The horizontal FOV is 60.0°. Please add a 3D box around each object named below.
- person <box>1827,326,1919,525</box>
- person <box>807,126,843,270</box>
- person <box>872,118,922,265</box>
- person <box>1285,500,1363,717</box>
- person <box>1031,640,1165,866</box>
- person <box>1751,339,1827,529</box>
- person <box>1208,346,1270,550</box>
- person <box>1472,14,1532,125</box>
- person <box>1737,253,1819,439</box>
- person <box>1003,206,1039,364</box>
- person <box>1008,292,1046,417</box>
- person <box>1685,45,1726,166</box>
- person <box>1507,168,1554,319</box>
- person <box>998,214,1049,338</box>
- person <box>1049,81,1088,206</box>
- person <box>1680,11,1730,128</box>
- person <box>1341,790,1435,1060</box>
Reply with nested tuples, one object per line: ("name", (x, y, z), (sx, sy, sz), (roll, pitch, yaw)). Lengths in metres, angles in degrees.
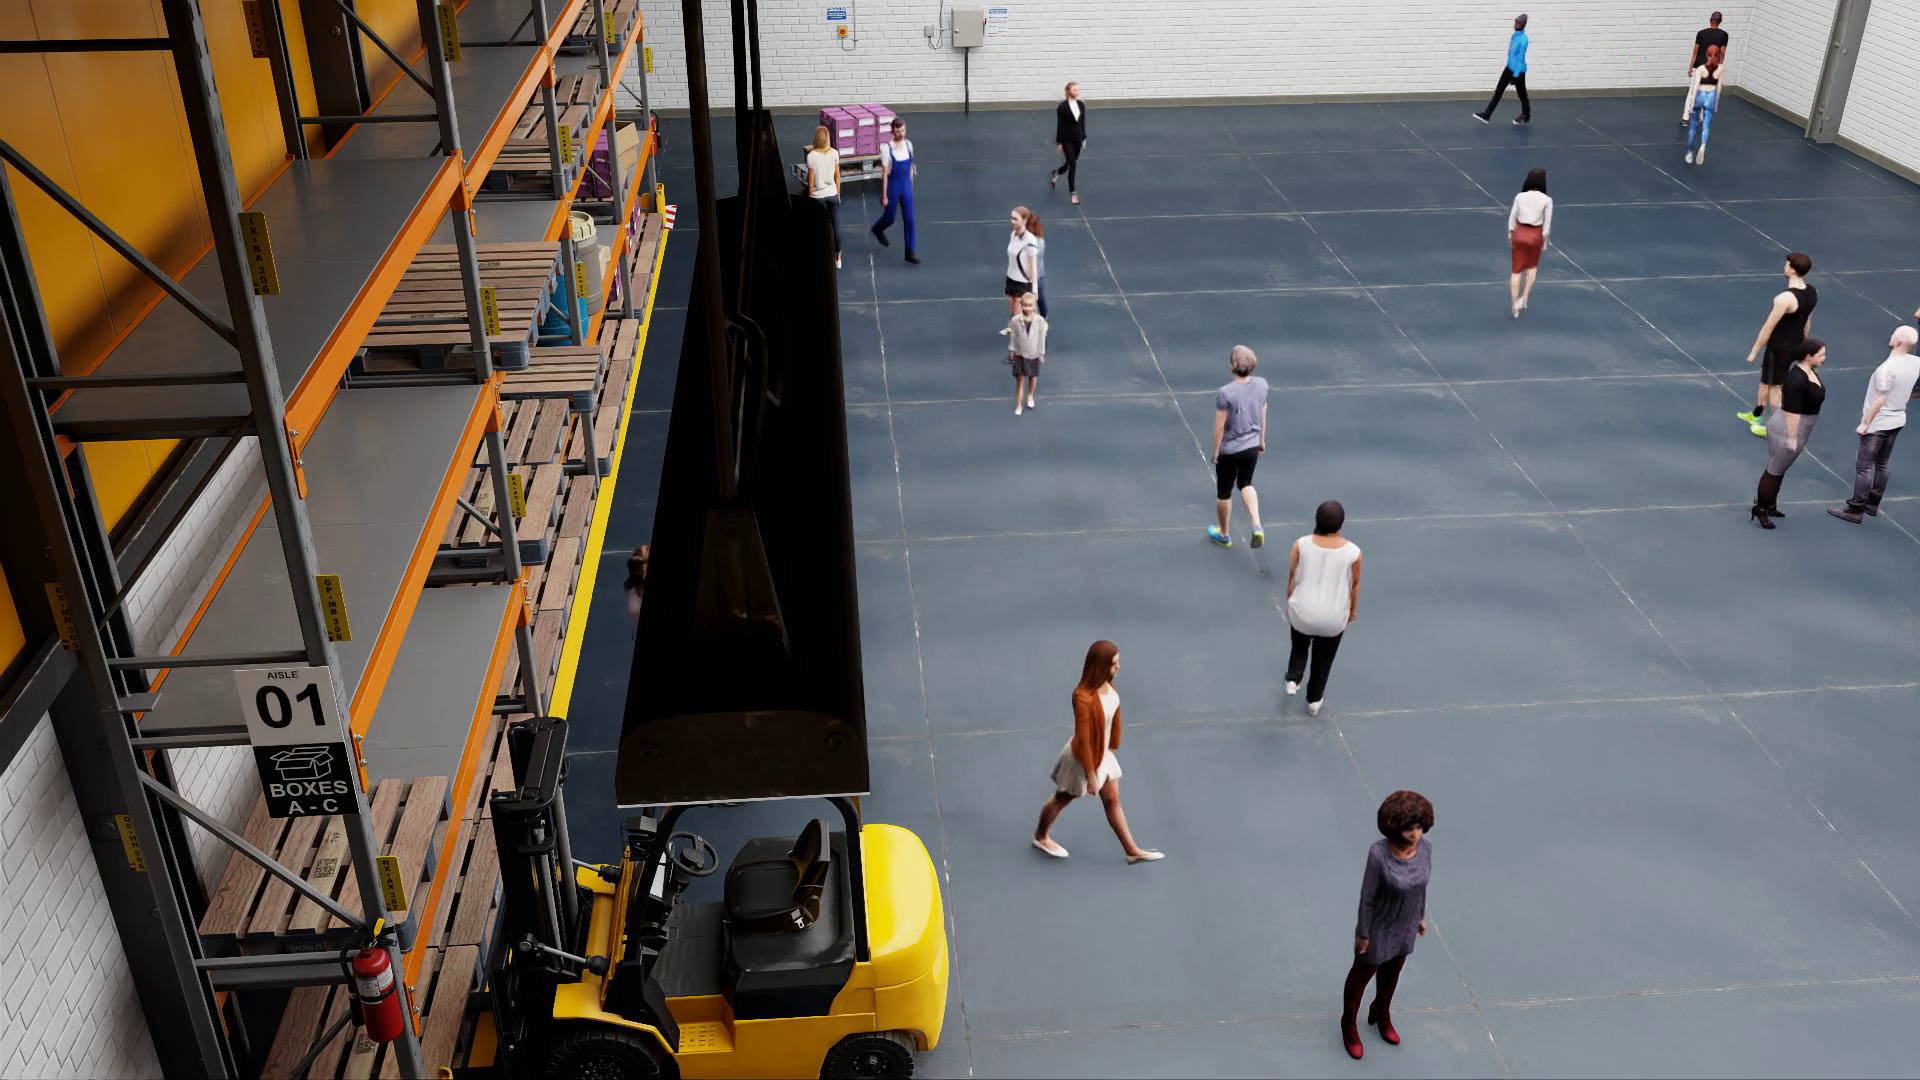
("person", (8.183, -1.033, 14.752), (0.748, 1.831, 0.740), (-15, 32, -26))
("person", (-1.676, -4.243, 20.660), (0.656, 1.809, 0.624), (-13, 31, -23))
("person", (-0.833, -4.428, 20.991), (1.055, 1.817, 1.275), (-22, 35, -34))
("person", (2.588, 0.518, 12.075), (0.773, 1.673, 0.805), (14, 31, 23))
("person", (0.726, 1.357, 10.536), (1.090, 1.674, 1.150), (14, 32, 24))
("person", (7.294, -0.961, 14.697), (0.847, 1.759, 0.765), (19, 34, 31))
("person", (2.424, -0.728, 14.152), (0.795, 1.871, 0.984), (-10, 30, -17))
("person", (9.009, -7.500, 26.711), (0.790, 1.733, 1.149), (-6, 29, -11))
("person", (8.092, -1.845, 16.196), (0.905, 1.876, 0.950), (-17, 33, -29))
("person", (0.722, -2.775, 18.042), (0.787, 1.739, 0.737), (-19, 34, -31))
("person", (0.693, -1.941, 17.019), (0.585, 1.255, 0.780), (1, 29, 2))
("person", (11.052, -6.411, 24.679), (0.772, 1.768, 1.037), (6, 29, 12))
("person", (6.526, -3.396, 19.185), (0.752, 1.734, 0.789), (13, 31, 22))
("person", (0.864, -2.981, 18.725), (0.932, 1.448, 0.986), (23, 36, 36))
("person", (1.499, -5.546, 23.185), (0.913, 1.679, 1.110), (-16, 33, -27))
("person", (12.007, -7.584, 26.793), (0.725, 1.803, 0.708), (8, 30, 14))
("person", (2.348, 2.100, 9.135), (0.639, 1.710, 0.604), (-10, 30, -18))
